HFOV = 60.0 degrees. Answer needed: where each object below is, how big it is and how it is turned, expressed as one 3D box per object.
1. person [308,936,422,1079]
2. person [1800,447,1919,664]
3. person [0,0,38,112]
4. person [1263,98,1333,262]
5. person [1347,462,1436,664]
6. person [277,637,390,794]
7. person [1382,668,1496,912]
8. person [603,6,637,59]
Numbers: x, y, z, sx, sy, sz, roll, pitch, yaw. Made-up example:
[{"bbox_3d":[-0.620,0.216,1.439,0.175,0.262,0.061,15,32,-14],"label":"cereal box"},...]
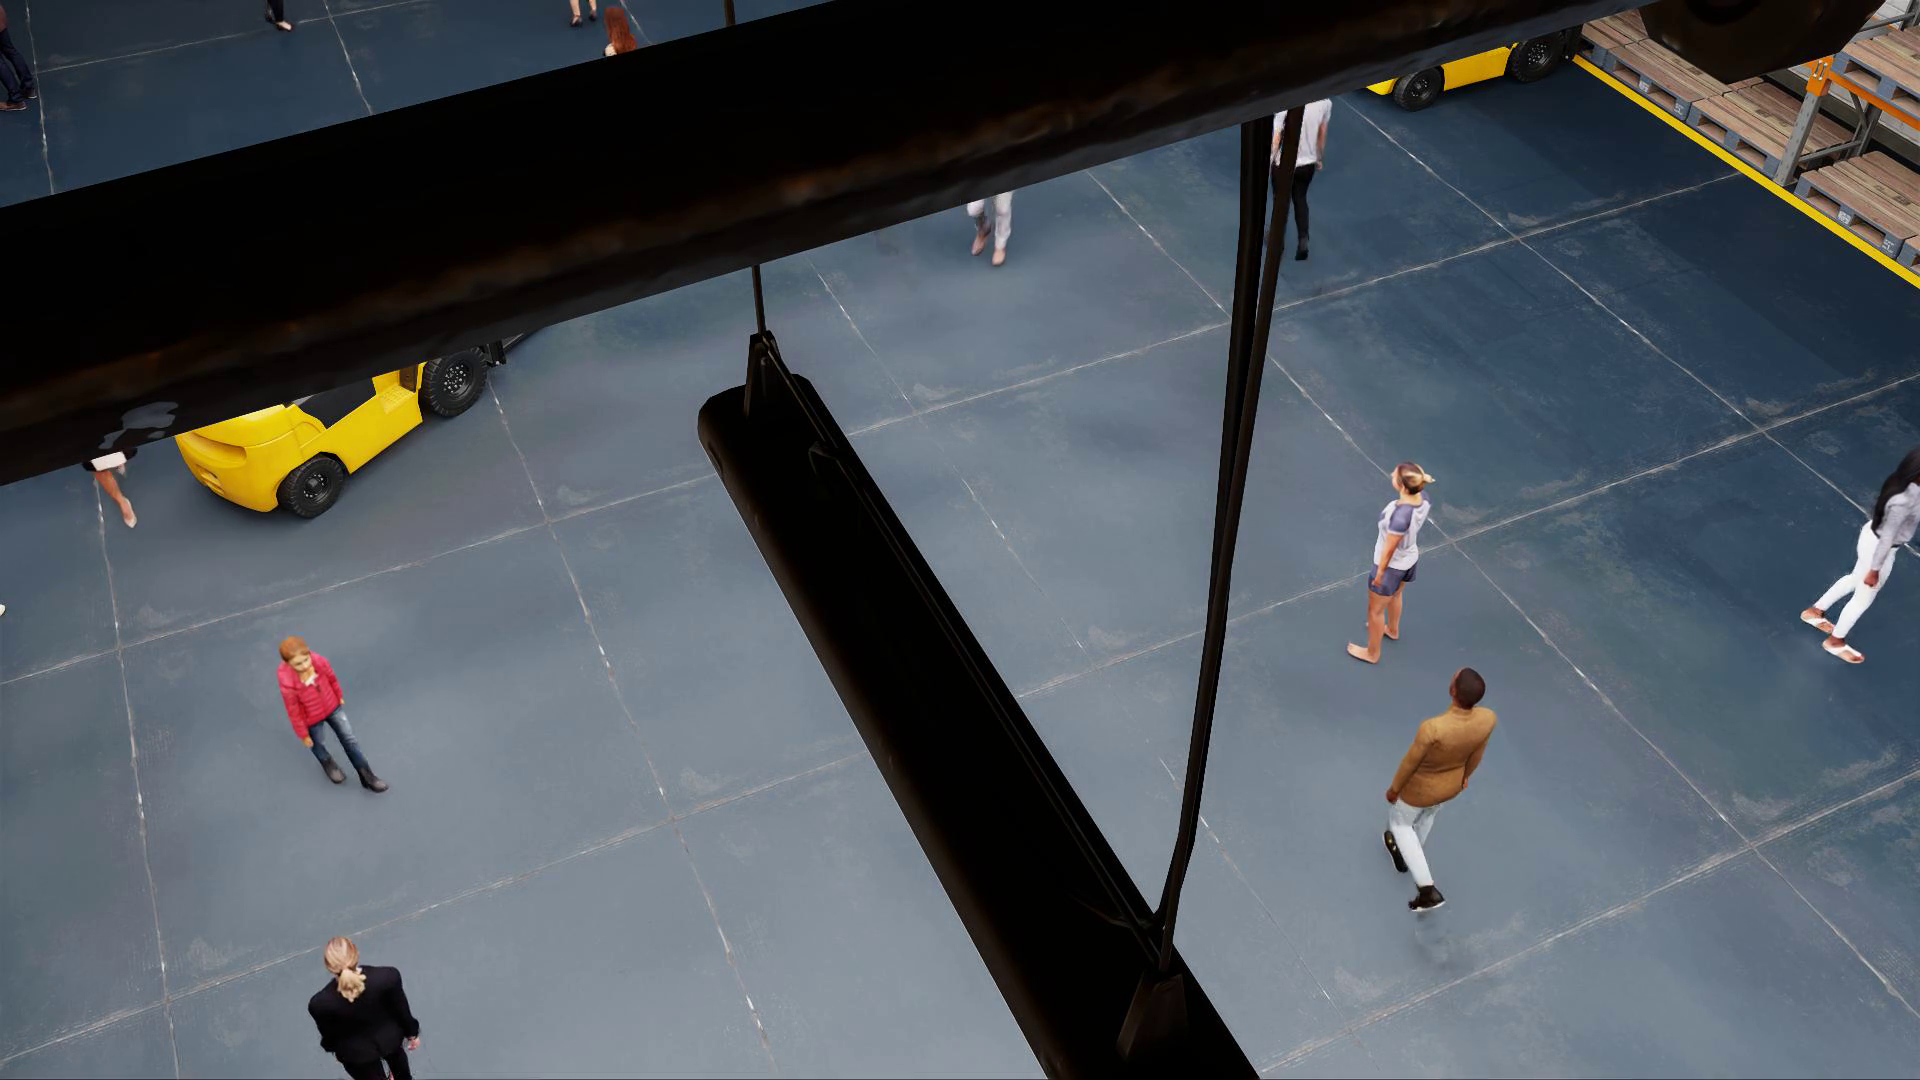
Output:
[{"bbox_3d":[-2.901,2.583,8.285,0.747,1.671,1.102,-27,50,-25],"label":"person"},{"bbox_3d":[5.991,0.057,10.897,0.838,1.725,0.776,22,48,22],"label":"person"},{"bbox_3d":[-9.523,-5.107,16.229,0.937,1.847,0.826,5,44,5],"label":"person"},{"bbox_3d":[2.884,-3.168,14.189,0.802,1.854,0.962,-8,44,-9],"label":"person"},{"bbox_3d":[2.850,0.138,10.888,0.652,1.620,0.639,29,51,27],"label":"person"},{"bbox_3d":[-3.966,1.029,10.187,0.858,1.299,0.709,30,51,28],"label":"person"},{"bbox_3d":[2.699,1.427,9.401,0.717,1.805,0.972,-12,45,-13],"label":"person"},{"bbox_3d":[-2.992,-4.021,15.187,0.908,1.714,0.824,20,47,20],"label":"person"}]
